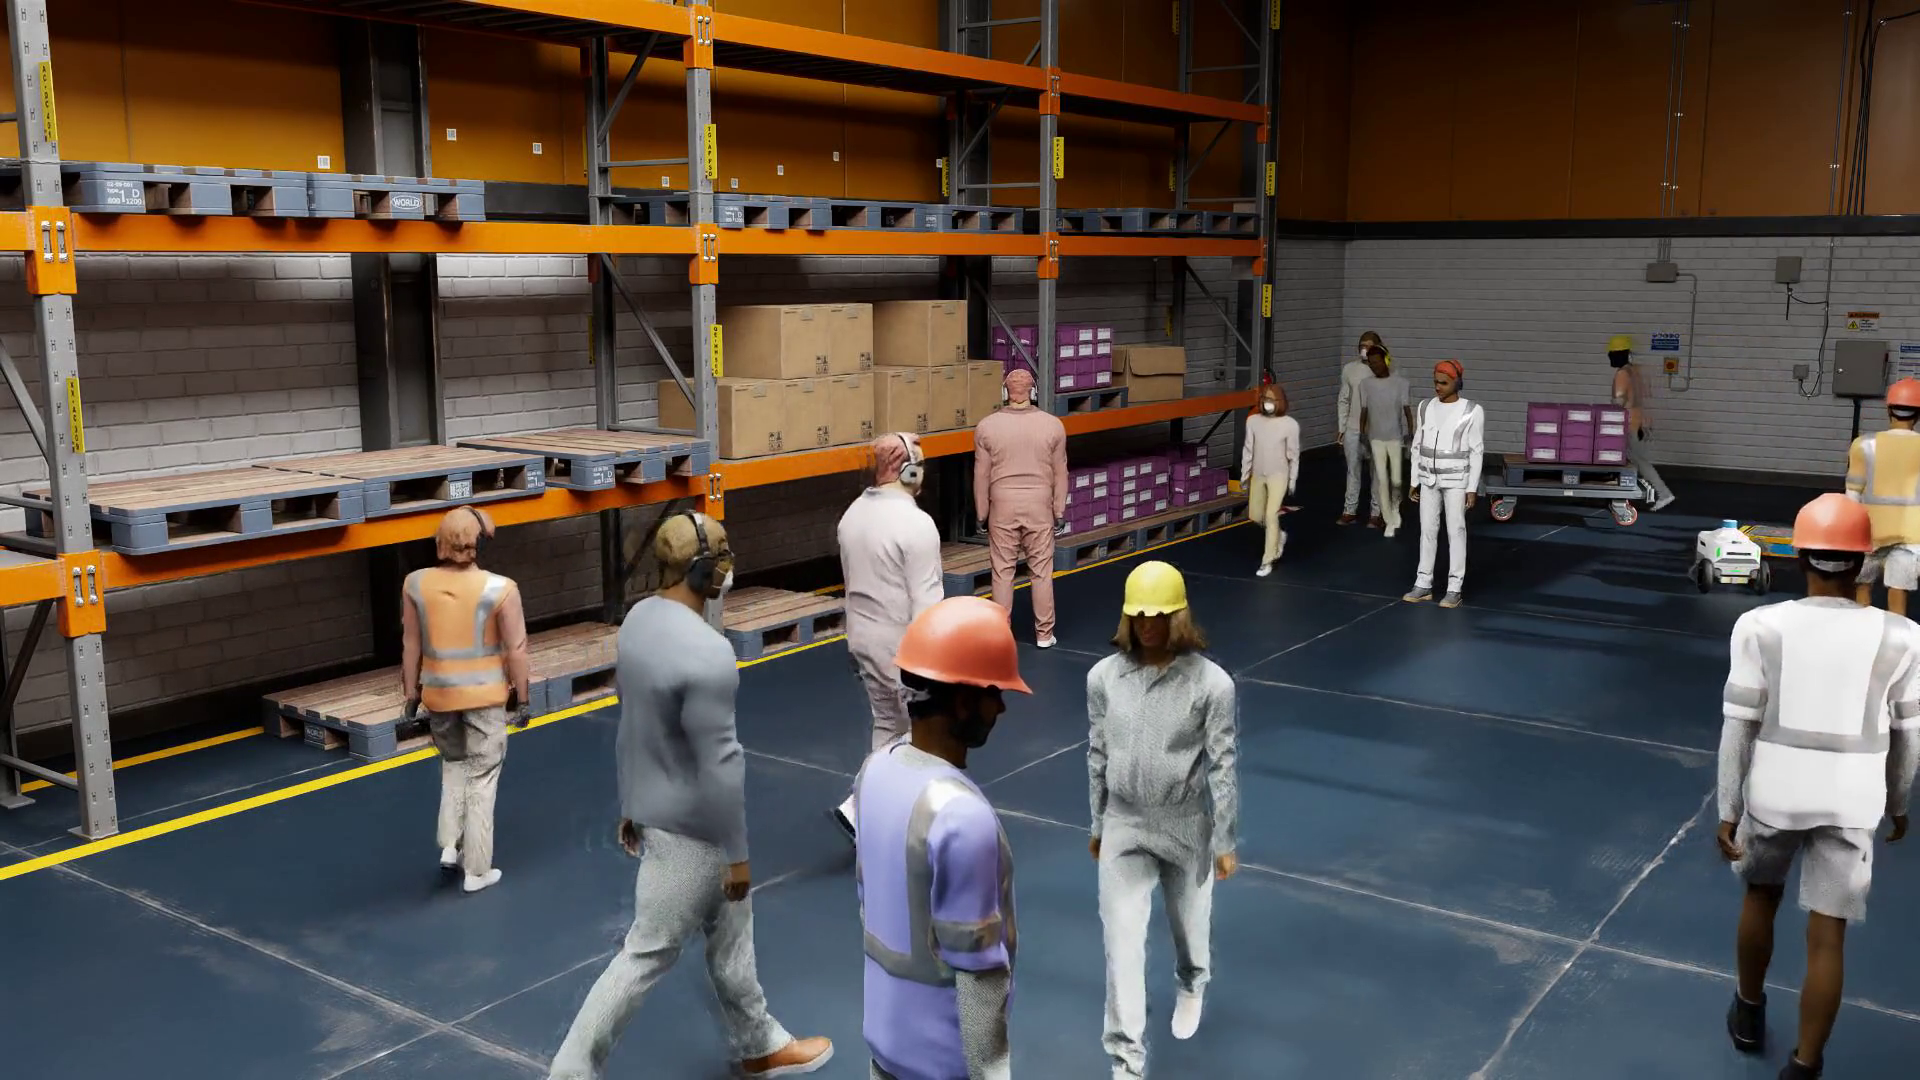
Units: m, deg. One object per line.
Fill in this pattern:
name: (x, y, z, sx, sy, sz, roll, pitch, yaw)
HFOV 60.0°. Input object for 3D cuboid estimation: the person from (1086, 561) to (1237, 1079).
person: (0.645, 0.890, 5.325, 0.495, 1.708, 0.846, 3, 10, 18)

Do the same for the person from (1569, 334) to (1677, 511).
person: (7.056, -1.239, 17.523, 1.042, 1.869, 0.595, 5, 11, 25)

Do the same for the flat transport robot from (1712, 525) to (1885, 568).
flat transport robot: (7.424, 0.044, 14.640, 1.431, 0.197, 0.652, 7, 12, 35)

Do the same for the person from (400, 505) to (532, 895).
person: (-2.038, 0.663, 6.930, 0.535, 1.620, 0.393, 1, 10, 8)

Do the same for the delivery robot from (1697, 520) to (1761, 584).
delivery robot: (6.140, 0.081, 13.292, 0.477, 0.478, 0.707, 2, 10, 12)

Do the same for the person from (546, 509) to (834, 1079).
person: (-0.885, 0.850, 5.040, 0.990, 1.901, 0.655, -5, 11, -28)

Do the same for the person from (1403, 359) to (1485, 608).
person: (3.682, -0.431, 12.663, 0.355, 1.887, 0.574, -9, 13, -44)

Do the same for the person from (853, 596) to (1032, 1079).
person: (-0.020, 1.073, 3.580, 0.366, 1.930, 0.542, -5, 11, -27)

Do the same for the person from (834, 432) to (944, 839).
person: (-0.312, 0.474, 7.259, 0.504, 1.889, 0.668, -6, 11, -32)

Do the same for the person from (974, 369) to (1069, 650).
person: (0.410, -0.196, 11.228, 0.638, 1.903, 0.408, 0, 10, 1)

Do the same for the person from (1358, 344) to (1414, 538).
person: (4.082, -0.958, 15.943, 0.555, 1.839, 0.487, 4, 10, 20)

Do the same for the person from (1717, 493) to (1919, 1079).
person: (2.708, 0.801, 5.274, 0.560, 1.903, 0.850, 5, 11, 26)

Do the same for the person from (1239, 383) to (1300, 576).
person: (2.641, -0.527, 14.030, 0.511, 1.614, 0.607, 8, 13, 40)

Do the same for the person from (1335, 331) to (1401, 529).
person: (4.010, -1.084, 16.402, 0.631, 1.940, 0.372, 7, 12, 35)

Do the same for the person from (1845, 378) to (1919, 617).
person: (5.792, -0.048, 10.326, 0.569, 1.900, 0.854, 5, 11, 28)
